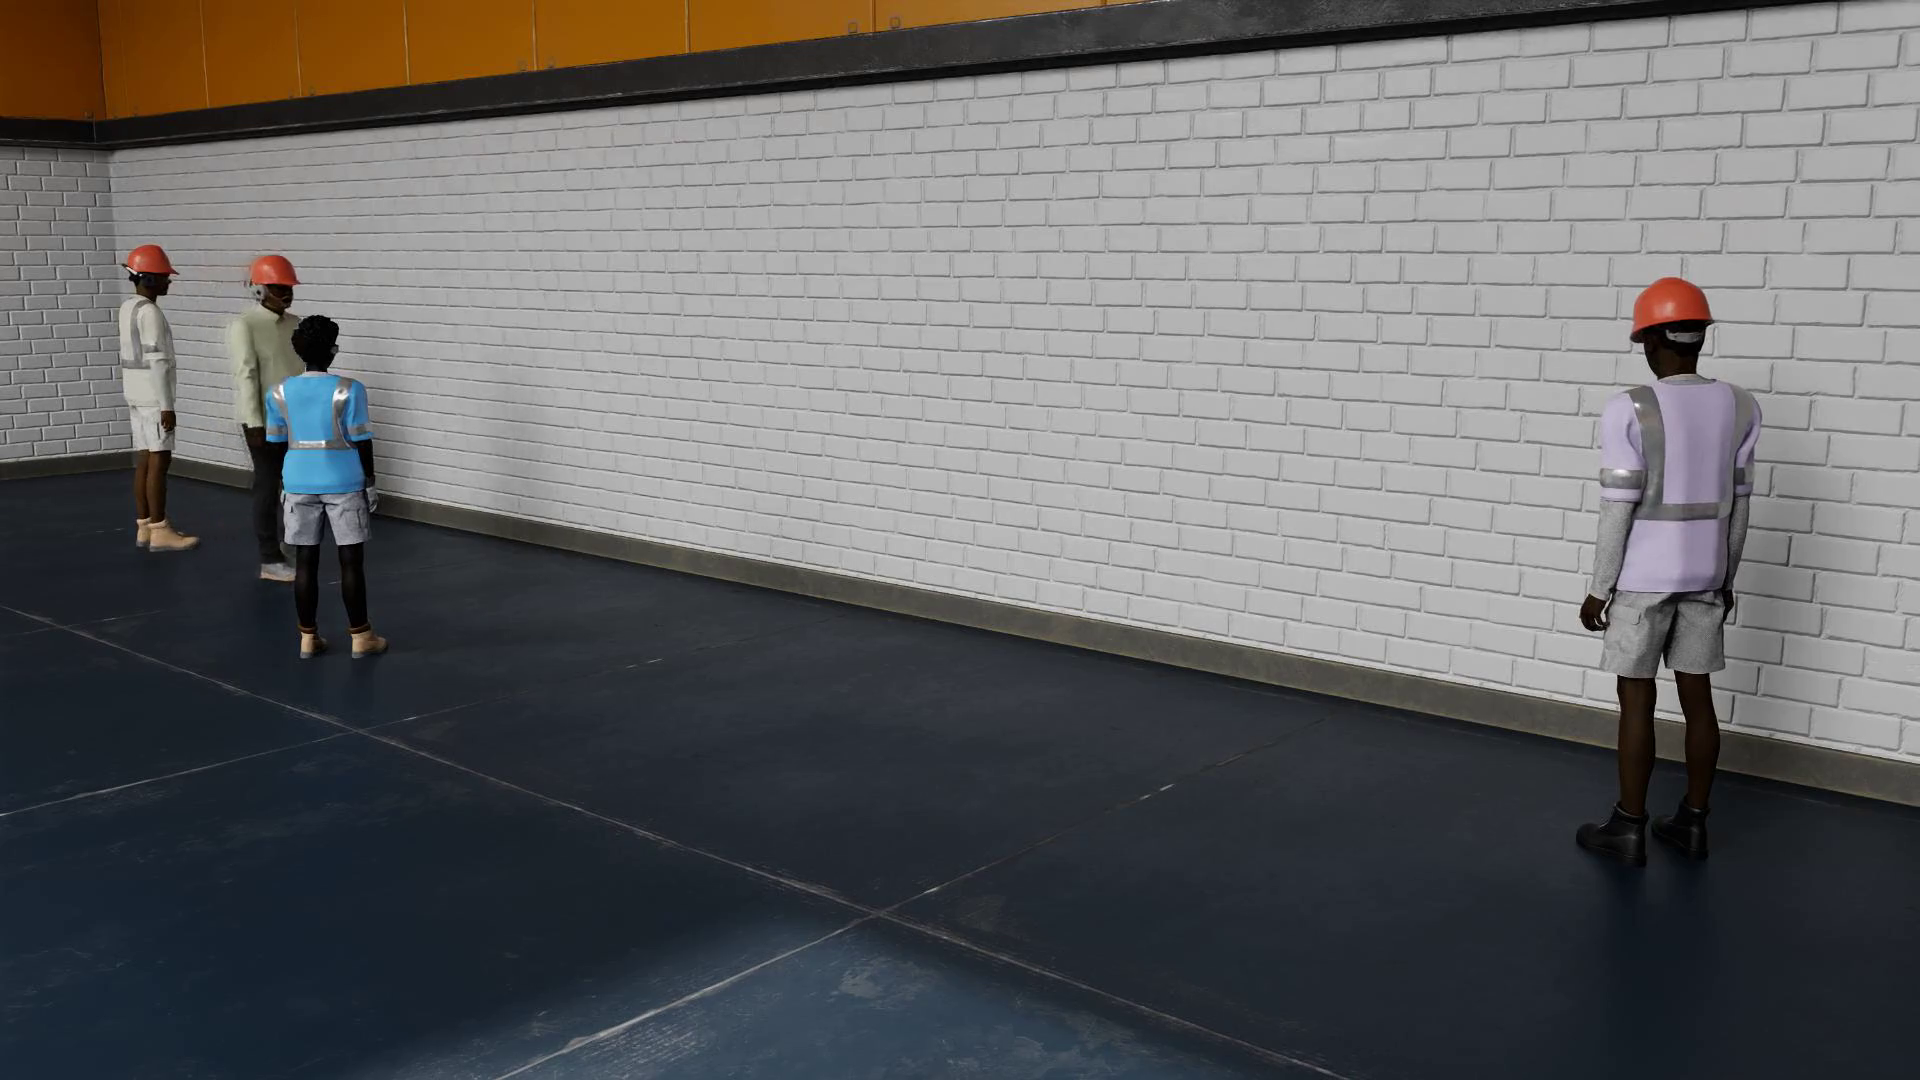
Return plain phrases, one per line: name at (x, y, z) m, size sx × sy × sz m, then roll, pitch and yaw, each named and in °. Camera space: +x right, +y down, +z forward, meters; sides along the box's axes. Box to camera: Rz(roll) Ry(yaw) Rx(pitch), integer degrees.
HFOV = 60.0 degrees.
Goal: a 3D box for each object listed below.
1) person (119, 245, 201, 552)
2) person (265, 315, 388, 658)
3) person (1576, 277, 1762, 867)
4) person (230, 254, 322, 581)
person at (-5.393, -0.949, 11.179) m, size 0.391 × 2.040 × 0.615 m, roll -9°, pitch 13°, yaw -41°
person at (-3.122, -0.253, 8.199) m, size 0.531 × 1.698 × 0.320 m, roll 1°, pitch 10°, yaw 3°
person at (2.299, 0.113, 5.465) m, size 0.543 × 1.926 × 0.374 m, roll -2°, pitch 10°, yaw -11°
person at (-4.125, -0.726, 10.083) m, size 0.453 × 1.978 × 0.611 m, roll 5°, pitch 11°, yaw 24°
